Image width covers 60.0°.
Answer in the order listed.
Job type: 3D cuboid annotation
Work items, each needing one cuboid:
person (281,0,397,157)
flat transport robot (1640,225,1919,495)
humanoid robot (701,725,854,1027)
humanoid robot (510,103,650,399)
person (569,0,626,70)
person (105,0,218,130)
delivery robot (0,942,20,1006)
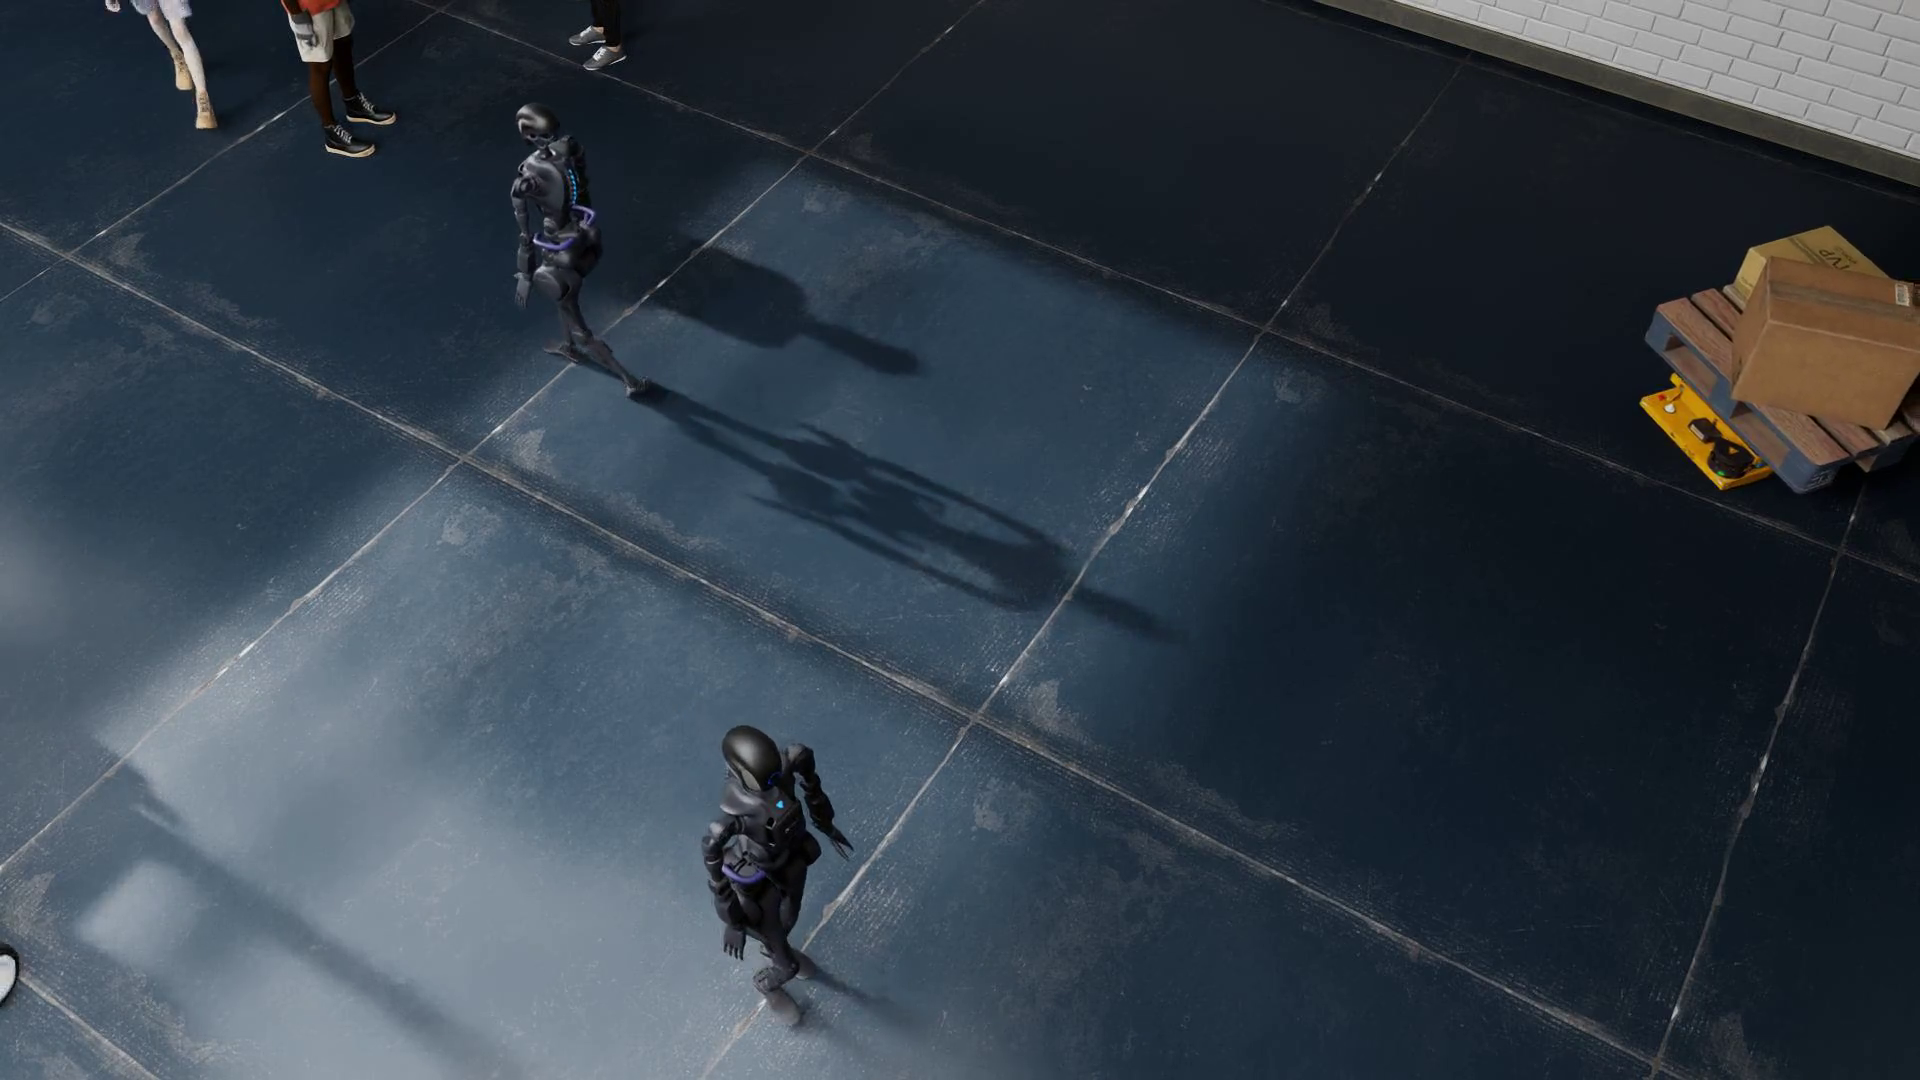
[{"bbox_3d":[-3.636,-3.100,9.408,0.381,1.957,0.600,8,49,7],"label":"person"},{"bbox_3d":[4.259,-0.708,8.435,1.431,0.231,0.659,-17,51,-14],"label":"flat transport robot"},{"bbox_3d":[-0.651,1.147,5.881,0.363,1.649,0.601,30,55,24],"label":"humanoid robot"},{"bbox_3d":[-1.896,-1.398,8.139,0.744,1.656,0.584,19,52,16],"label":"humanoid robot"},{"bbox_3d":[-2.298,-3.713,10.070,0.433,1.759,0.762,-17,51,-15],"label":"person"},{"bbox_3d":[-4.752,-3.312,9.668,0.491,1.838,0.988,-15,51,-13],"label":"person"},{"bbox_3d":[-3.956,1.705,6.121,0.499,0.573,0.759,12,50,10],"label":"delivery robot"}]
